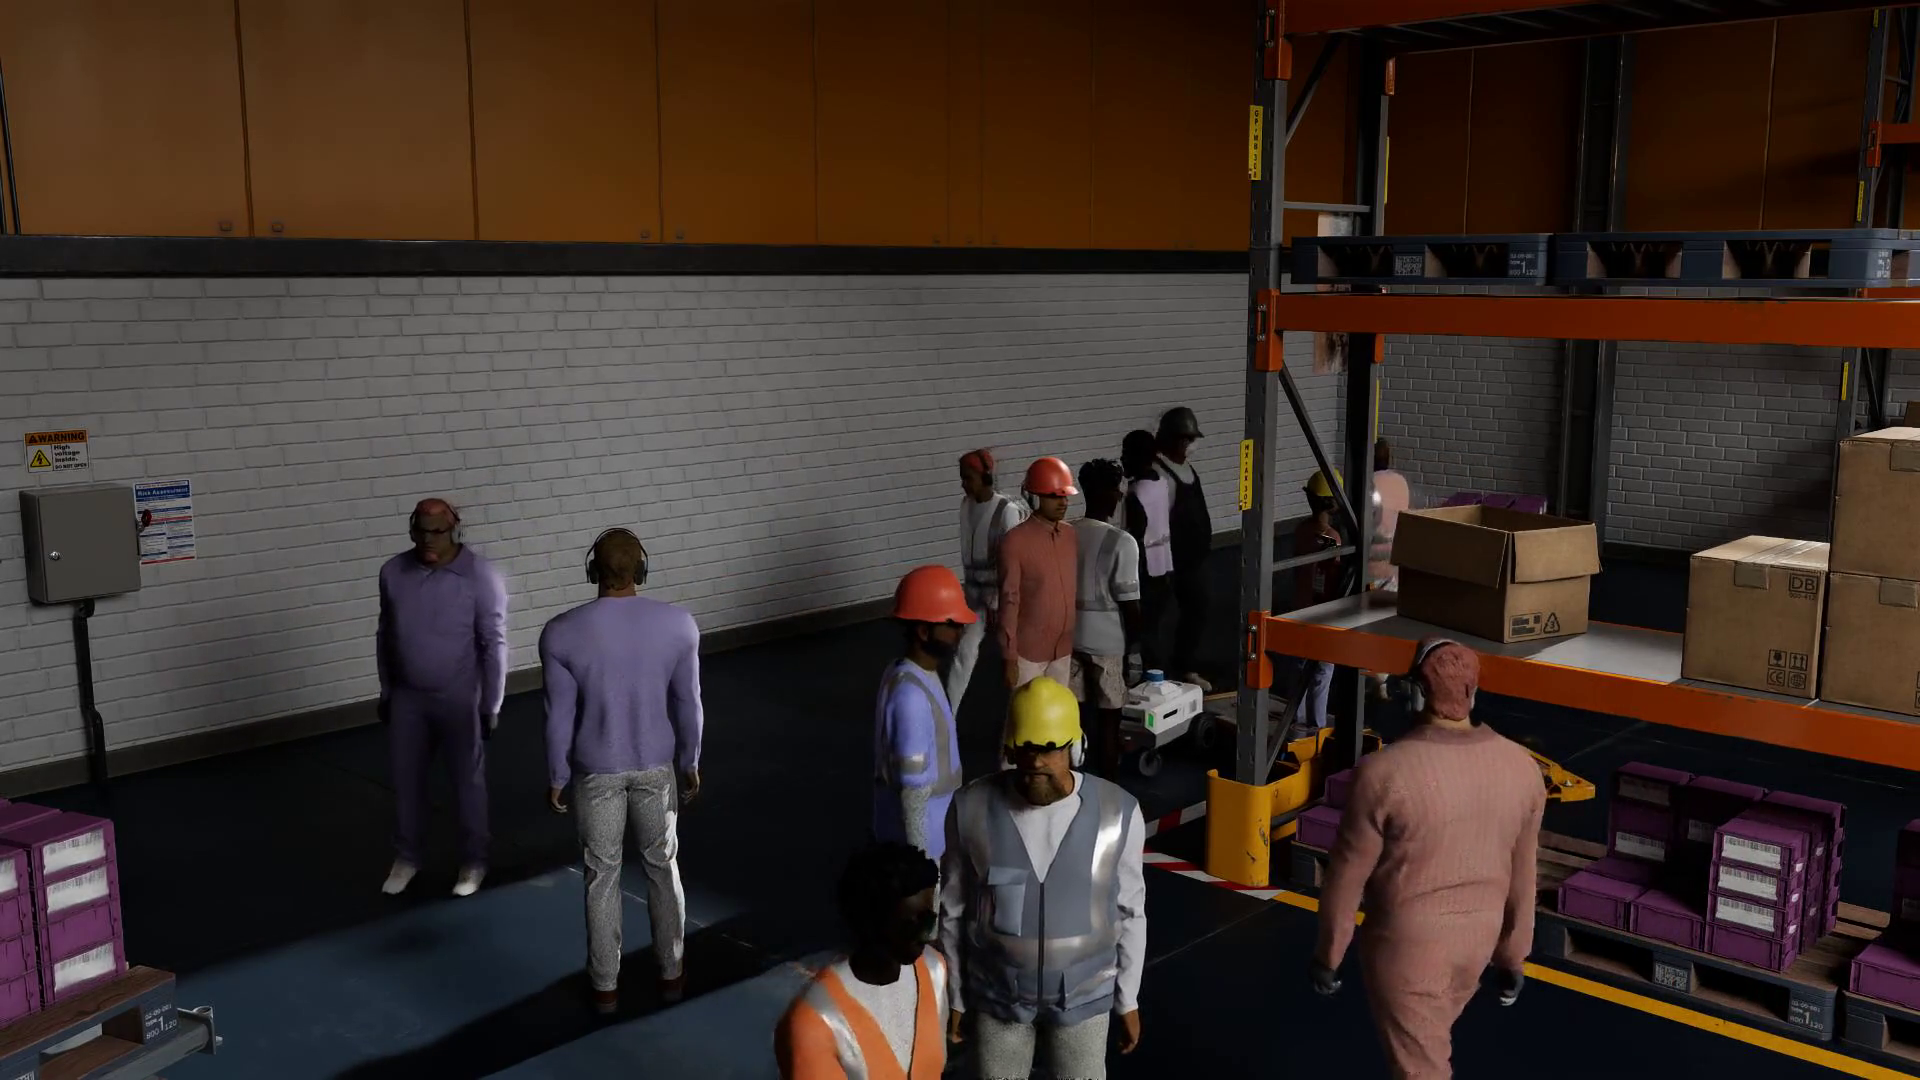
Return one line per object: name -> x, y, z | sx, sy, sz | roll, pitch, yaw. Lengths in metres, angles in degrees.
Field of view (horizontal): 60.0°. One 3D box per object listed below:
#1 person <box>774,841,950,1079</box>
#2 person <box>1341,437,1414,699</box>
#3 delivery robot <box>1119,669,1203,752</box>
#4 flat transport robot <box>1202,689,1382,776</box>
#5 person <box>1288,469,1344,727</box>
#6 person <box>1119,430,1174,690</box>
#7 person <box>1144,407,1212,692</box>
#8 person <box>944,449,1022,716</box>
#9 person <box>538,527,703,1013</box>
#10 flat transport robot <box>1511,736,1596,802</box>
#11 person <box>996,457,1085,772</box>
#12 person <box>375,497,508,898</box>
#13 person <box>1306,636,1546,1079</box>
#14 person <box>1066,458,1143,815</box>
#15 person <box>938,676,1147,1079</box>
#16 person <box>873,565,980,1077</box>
person -> -0.181, 1.507, 3.795 | 0.545, 1.678, 0.558 | -8, 12, -42
person -> 2.815, 0.199, 11.361 | 0.636, 1.828, 0.442 | -6, 11, -33
delivery robot -> 1.162, 1.017, 9.932 | 0.477, 0.478, 0.707 | 6, 11, 34
flat transport robot -> 1.882, 1.158, 10.223 | 0.652, 0.197, 1.431 | -5, 11, -29
person -> 2.168, 0.449, 10.001 | 0.309, 1.769, 0.523 | -3, 10, -15
person -> 1.175, 0.221, 10.971 | 0.442, 1.900, 0.620 | 4, 10, 21
person -> 1.489, 0.083, 11.403 | 0.675, 2.000, 0.698 | 6, 11, 33
person -> 0.131, 0.357, 10.318 | 0.968, 1.831, 0.597 | -8, 12, -40
person -> -1.338, 0.912, 6.631 | 0.636, 1.938, 0.354 | -3, 10, -20
flat transport robot -> 2.732, 1.308, 9.306 | 1.431, 0.197, 0.652 | -2, 10, -12
person -> 0.437, 0.558, 8.630 | 0.395, 1.993, 0.614 | 8, 12, 42
person -> -2.454, 0.735, 7.854 | 0.677, 1.897, 0.416 | 2, 9, 11
person -> 1.418, 1.220, 4.998 | 0.654, 1.866, 0.972 | -3, 10, -20
person -> 0.722, 0.537, 8.846 | 0.613, 1.964, 0.361 | 9, 13, 42
person -> 0.232, 1.276, 4.727 | 0.593, 1.832, 0.403 | 1, 9, 4
person -> -0.117, 1.039, 5.861 | 0.372, 1.935, 0.551 | 0, 9, -1
